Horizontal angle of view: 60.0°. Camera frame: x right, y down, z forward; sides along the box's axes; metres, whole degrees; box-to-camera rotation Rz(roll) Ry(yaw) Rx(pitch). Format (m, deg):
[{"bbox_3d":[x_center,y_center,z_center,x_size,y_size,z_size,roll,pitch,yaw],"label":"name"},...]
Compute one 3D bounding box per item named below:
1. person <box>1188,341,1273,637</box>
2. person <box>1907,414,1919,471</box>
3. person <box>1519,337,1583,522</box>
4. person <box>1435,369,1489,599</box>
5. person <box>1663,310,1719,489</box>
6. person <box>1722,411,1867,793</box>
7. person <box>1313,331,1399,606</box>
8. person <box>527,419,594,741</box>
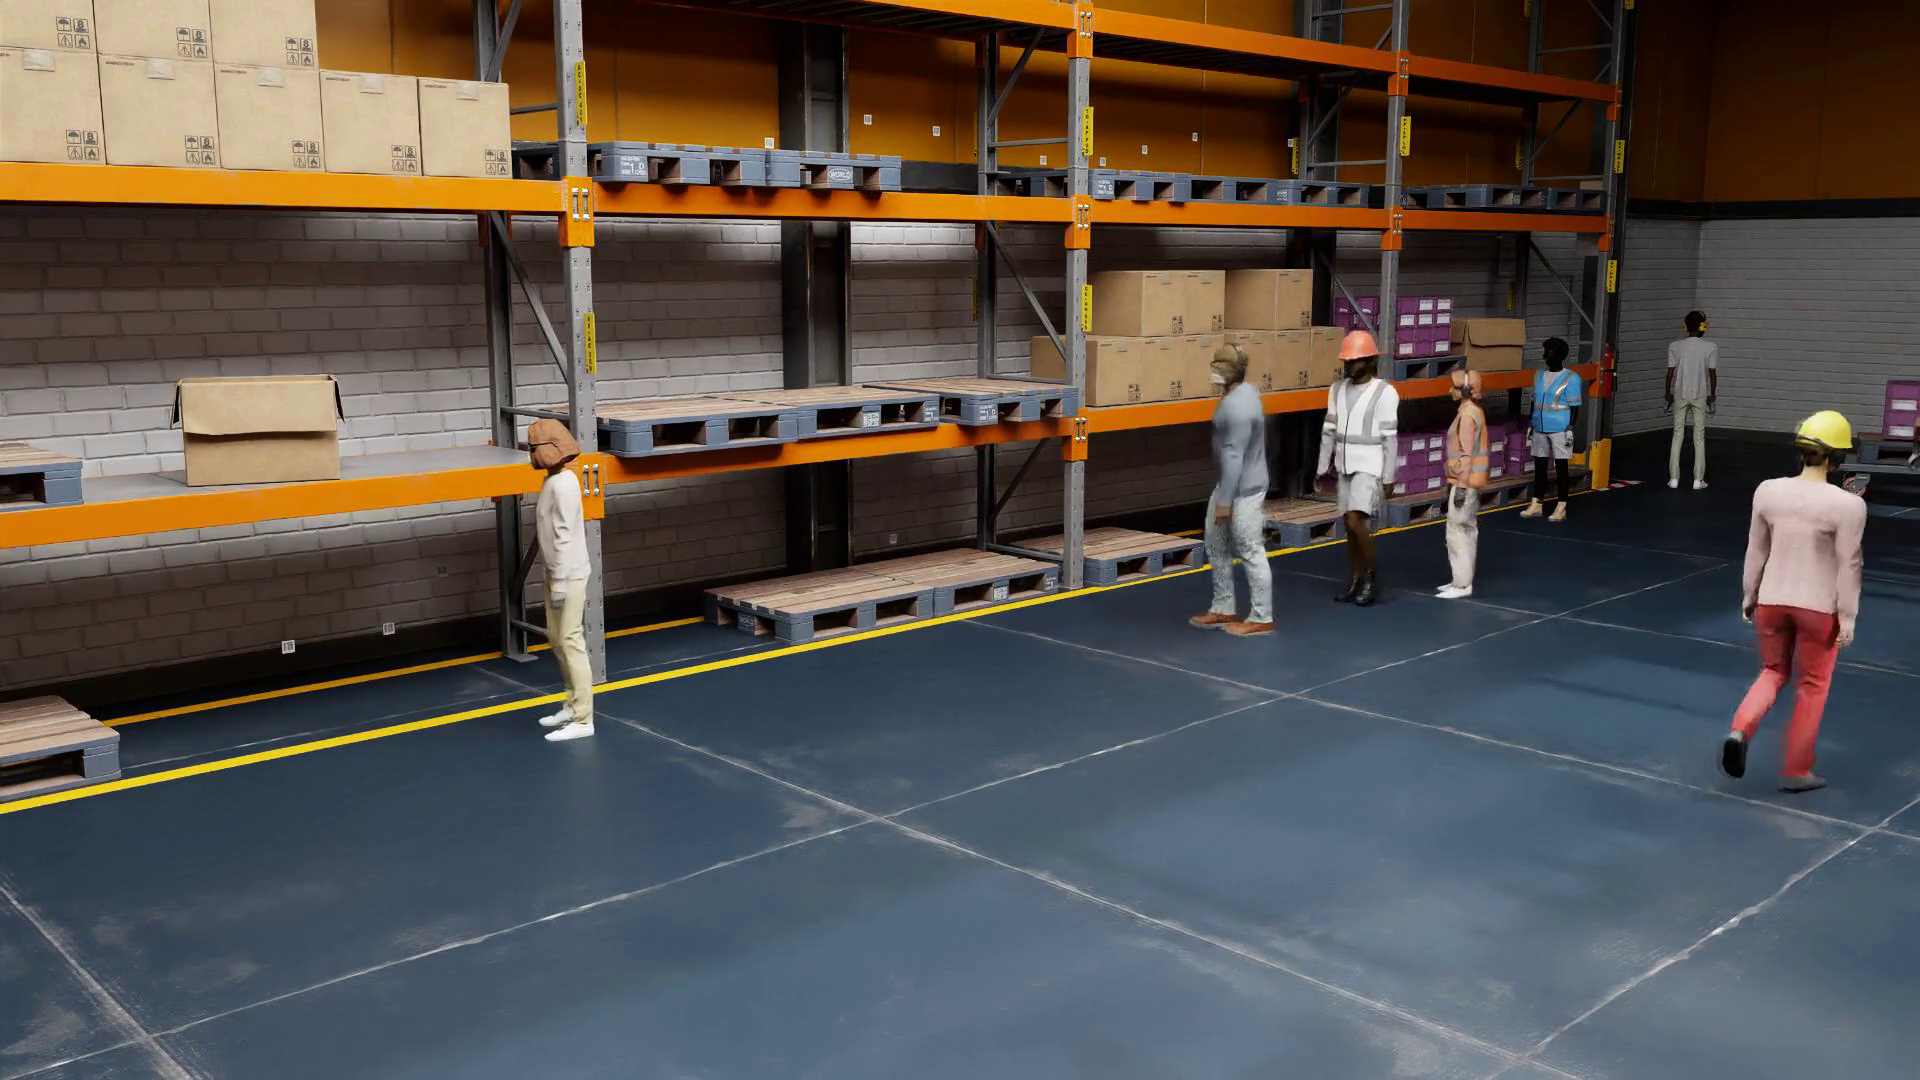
[{"bbox_3d":[1.733,-0.302,10.516,0.625,1.900,0.665,0,10,0],"label":"person"},{"bbox_3d":[7.921,-0.645,13.277,0.906,1.647,0.539,-9,13,-41],"label":"person"},{"bbox_3d":[5.449,-1.017,15.312,0.320,1.692,0.531,-6,12,-32],"label":"person"},{"bbox_3d":[3.595,-0.398,11.853,0.320,1.640,0.525,4,11,23],"label":"person"},{"bbox_3d":[7.649,-1.465,17.433,0.514,1.866,0.332,5,11,29],"label":"person"},{"bbox_3d":[3.741,0.294,7.454,0.486,1.748,0.541,-6,11,-32],"label":"person"},{"bbox_3d":[2.750,-0.488,11.562,0.465,1.921,0.567,-6,12,-32],"label":"person"},{"bbox_3d":[-2.014,0.198,8.410,0.280,1.625,0.503,-4,10,-22],"label":"person"}]
